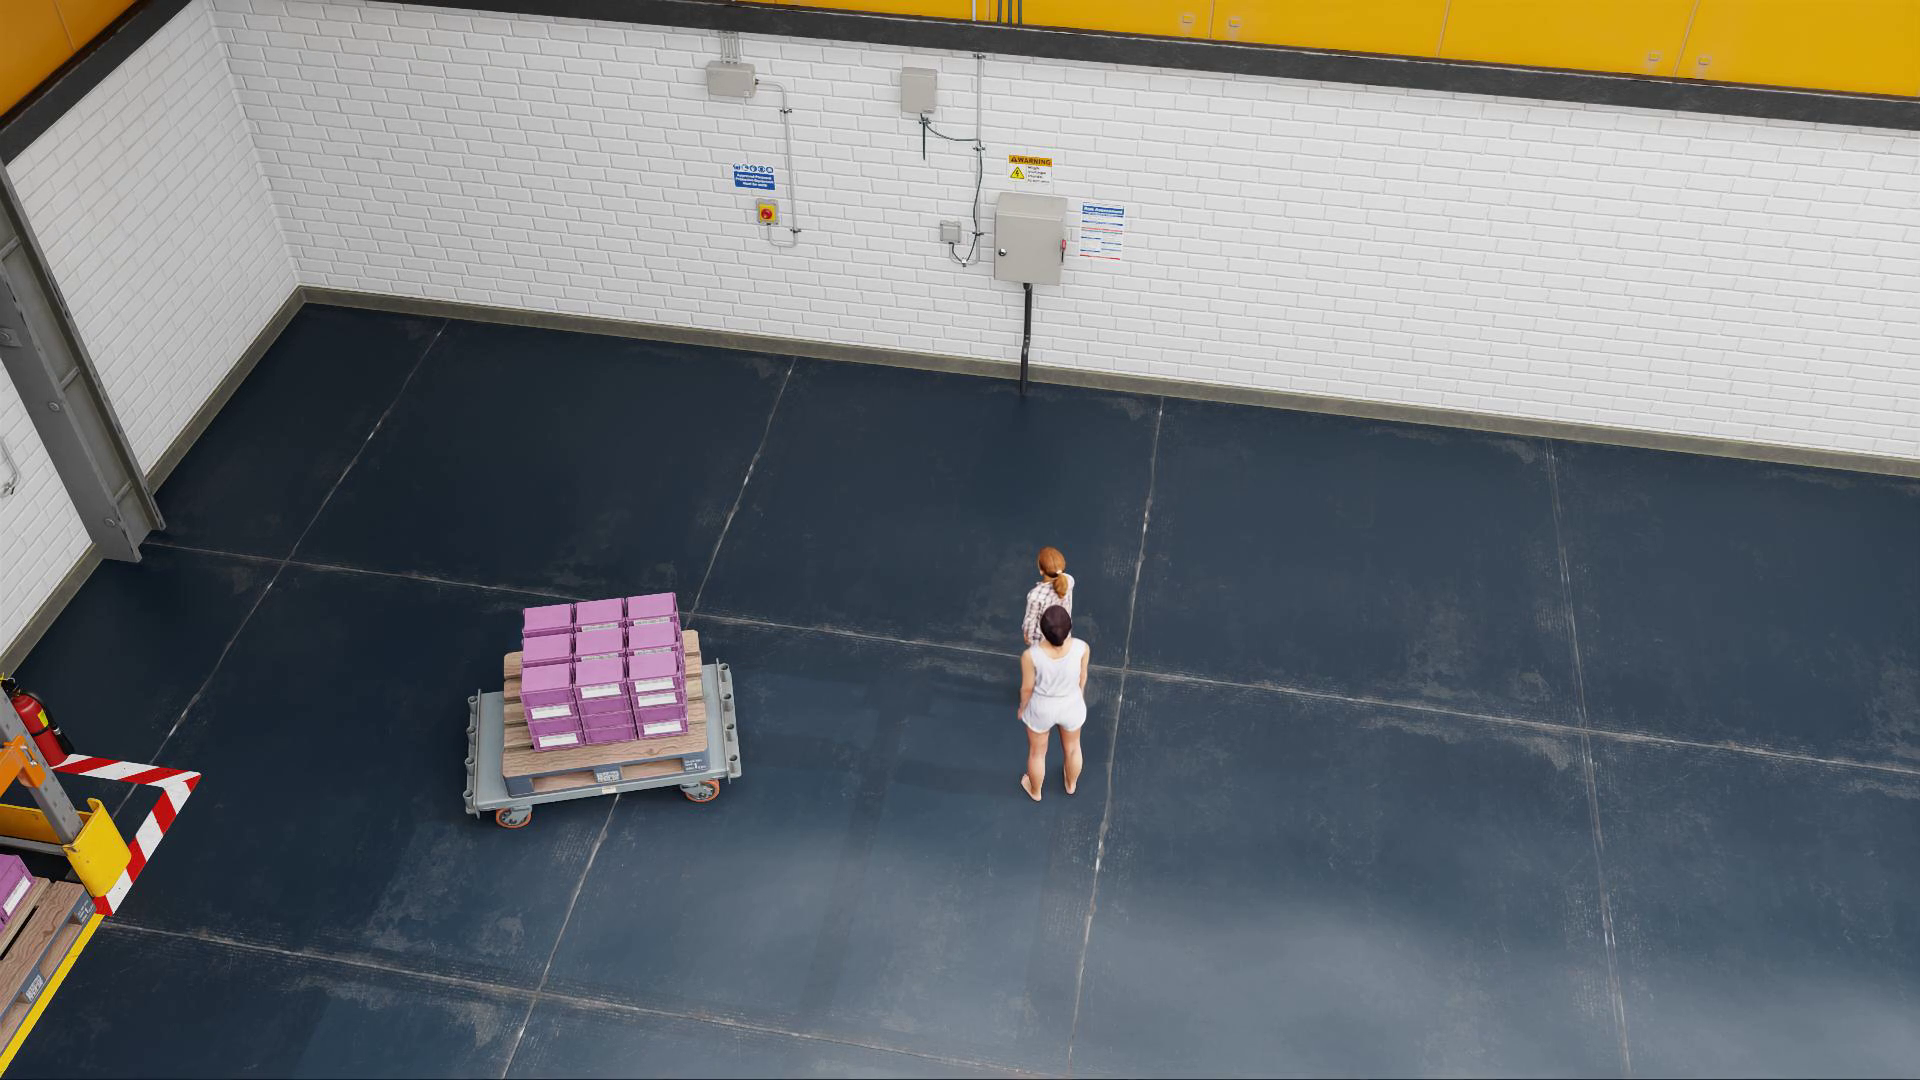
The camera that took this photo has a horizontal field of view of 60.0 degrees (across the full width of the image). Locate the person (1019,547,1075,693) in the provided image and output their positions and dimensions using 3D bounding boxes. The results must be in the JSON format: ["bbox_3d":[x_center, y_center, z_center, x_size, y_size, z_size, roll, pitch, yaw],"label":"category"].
[{"bbox_3d":[0.574,0.553,10.490,0.597,1.309,0.651,-24,49,-23],"label":"person"}]

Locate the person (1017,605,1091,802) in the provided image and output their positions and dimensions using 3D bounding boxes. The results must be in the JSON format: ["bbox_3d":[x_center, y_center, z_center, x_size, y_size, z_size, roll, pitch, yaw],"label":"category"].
[{"bbox_3d":[0.554,0.975,9.837,0.644,1.601,0.654,-7,44,-7],"label":"person"}]
